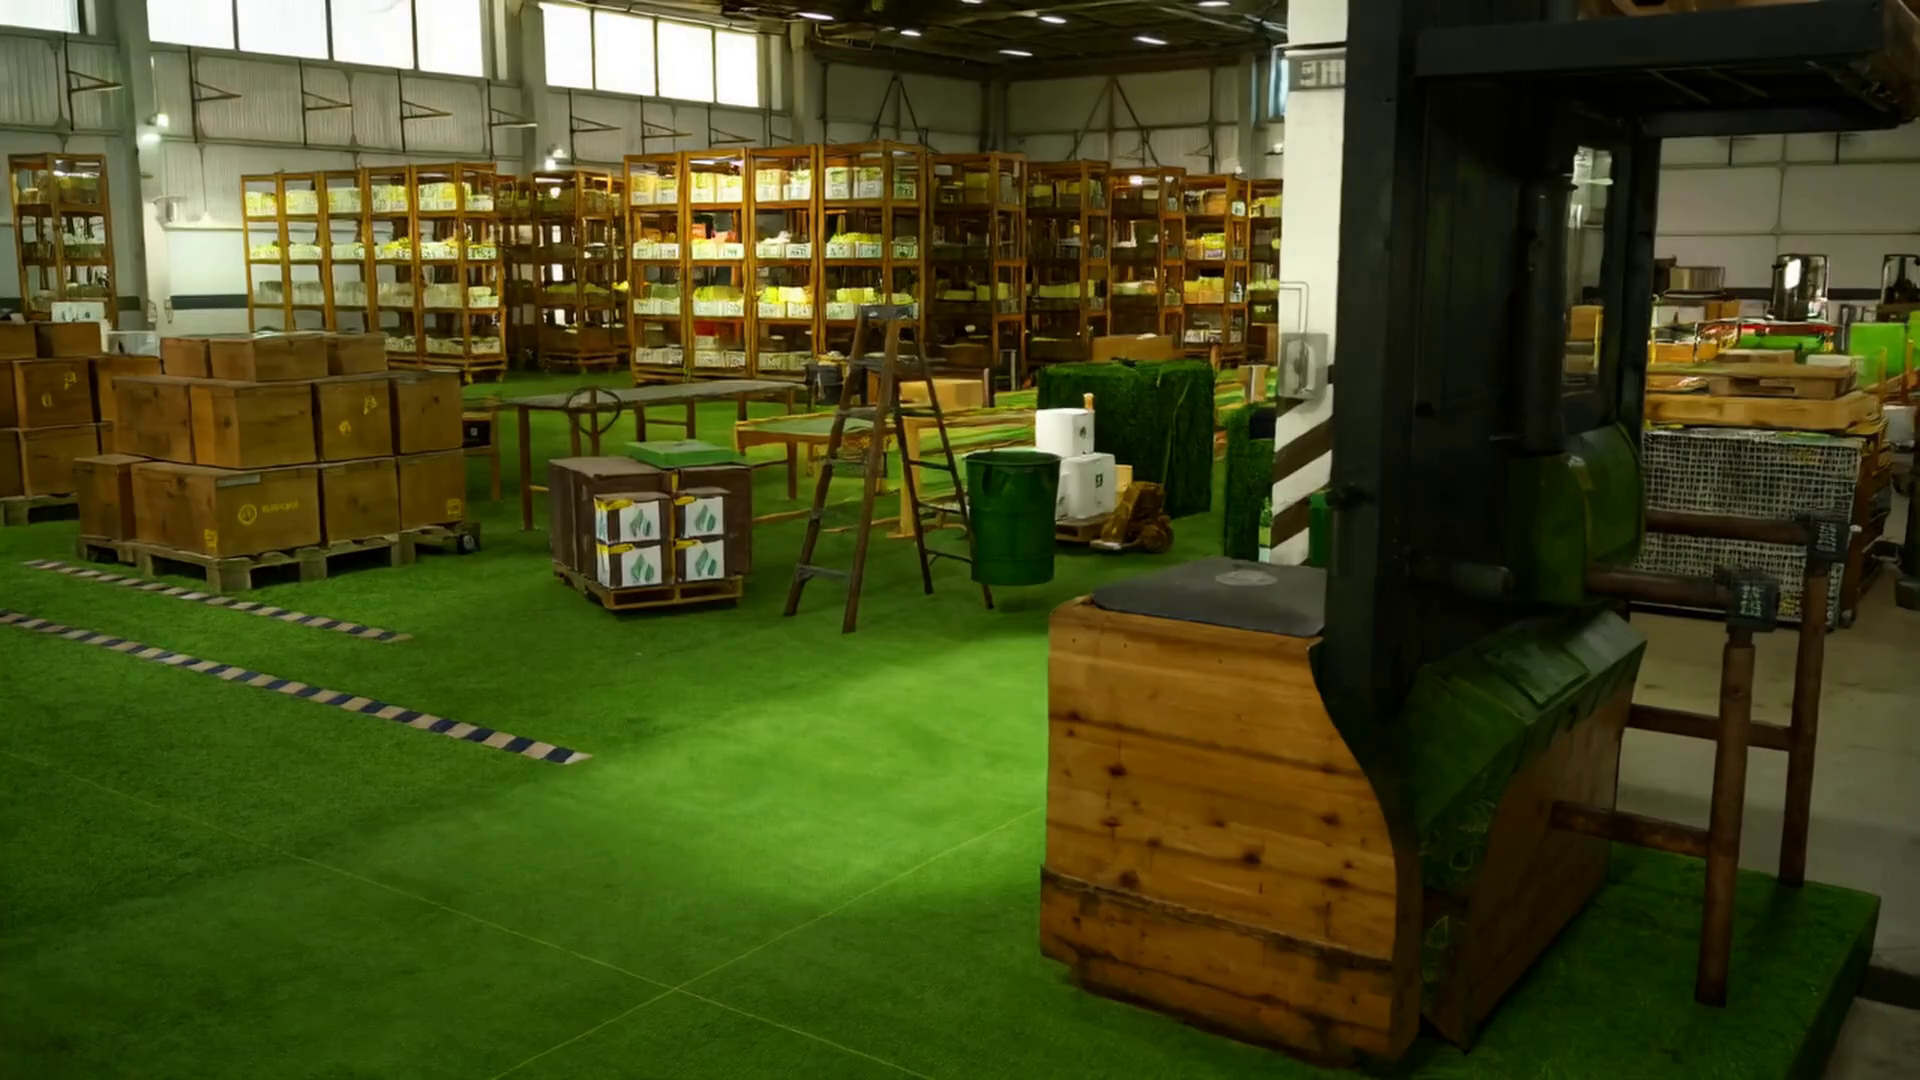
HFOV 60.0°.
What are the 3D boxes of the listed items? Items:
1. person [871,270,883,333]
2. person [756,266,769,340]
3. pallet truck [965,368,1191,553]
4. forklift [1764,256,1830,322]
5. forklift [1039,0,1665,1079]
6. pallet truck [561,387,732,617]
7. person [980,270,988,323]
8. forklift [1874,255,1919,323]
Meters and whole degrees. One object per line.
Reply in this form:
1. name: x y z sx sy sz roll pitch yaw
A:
1. person: -1.703 -4.520 33.577 0.404 1.832 0.600 1 10 6
2. person: -3.481 -3.927 29.563 0.394 1.992 0.622 2 10 14
3. pallet truck: 0.845 -0.609 11.869 1.630 1.274 0.653 7 12 35
4. forklift: 20.253 -5.854 40.139 1.157 1.987 2.680 7 12 35
5. forklift: 1.249 -0.137 4.360 1.873 2.768 1.129 7 12 35
6. pallet truck: -1.981 -0.274 10.088 0.680 1.201 1.601 -5 11 -28
7. person: 0.480 -5.314 38.320 0.591 1.821 0.447 5 11 29
8. forklift: 22.089 -5.634 38.796 1.157 1.987 2.680 6 11 33
